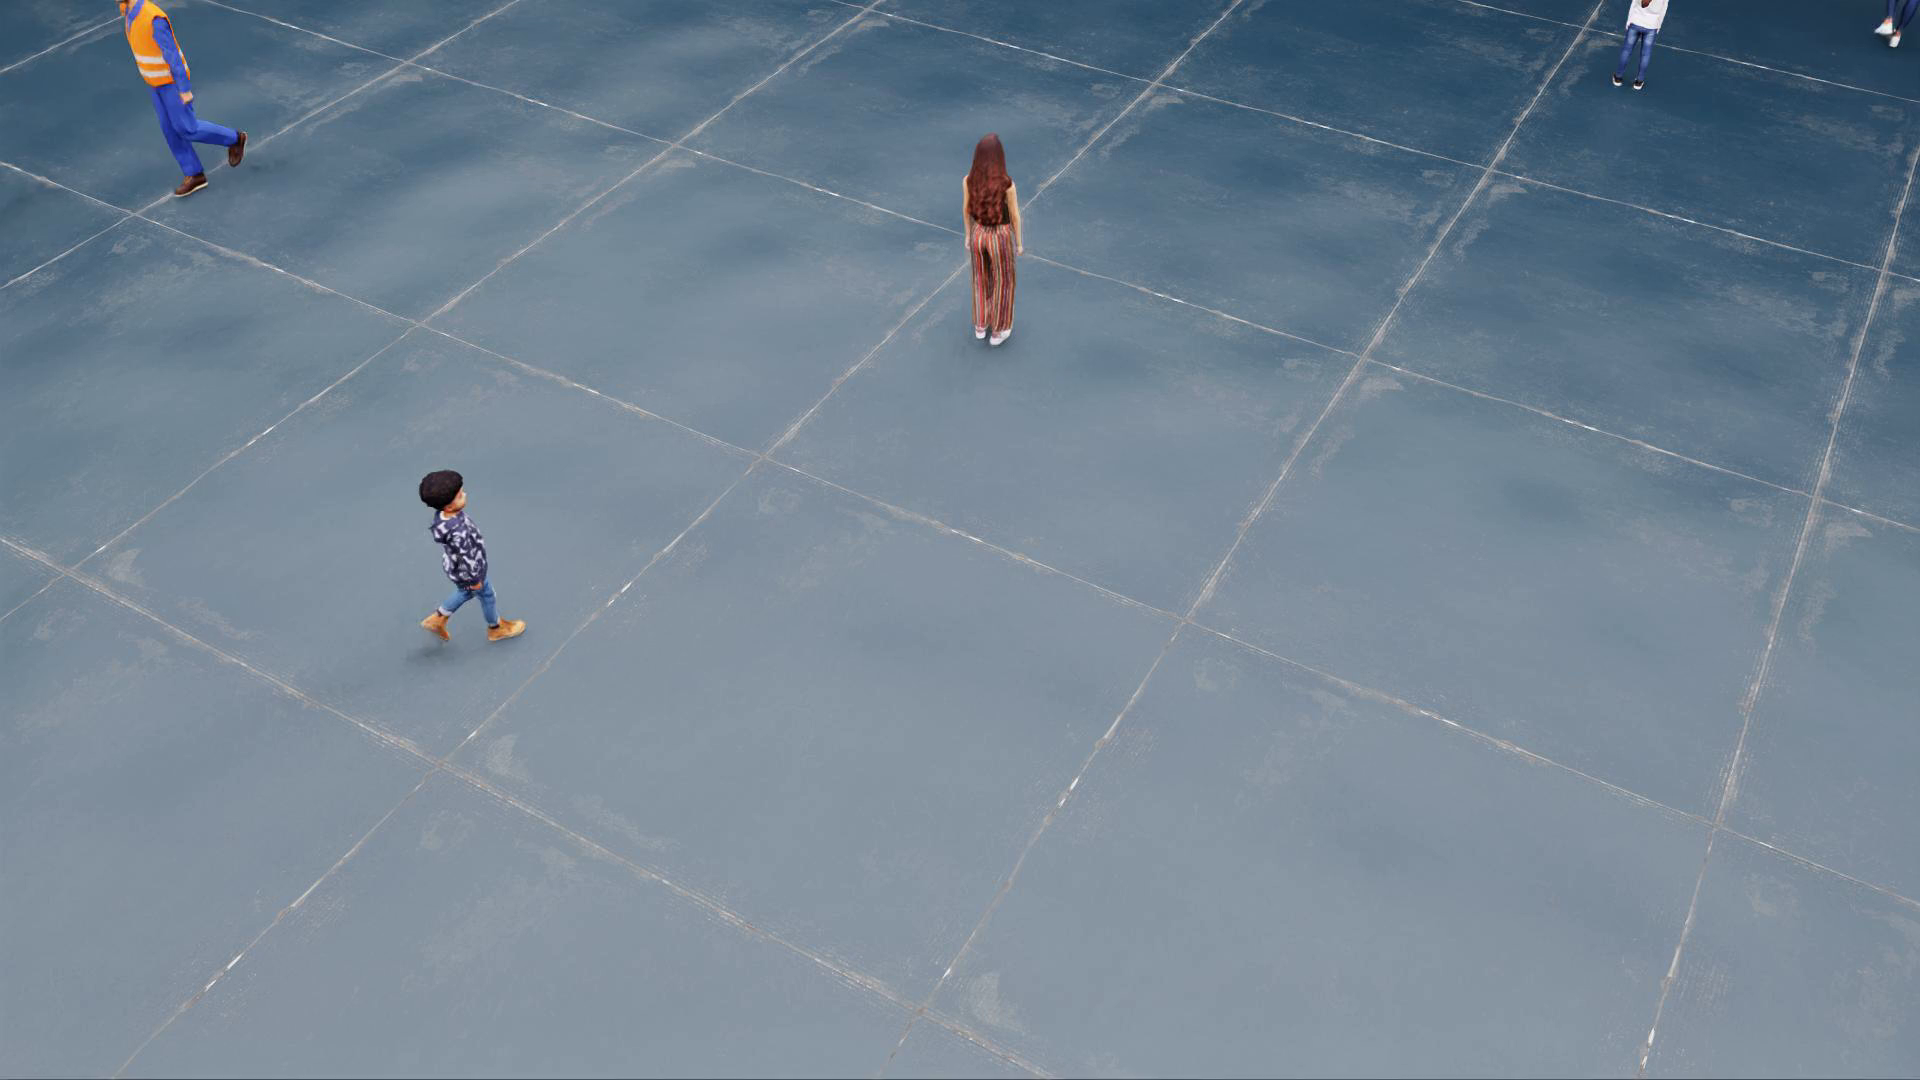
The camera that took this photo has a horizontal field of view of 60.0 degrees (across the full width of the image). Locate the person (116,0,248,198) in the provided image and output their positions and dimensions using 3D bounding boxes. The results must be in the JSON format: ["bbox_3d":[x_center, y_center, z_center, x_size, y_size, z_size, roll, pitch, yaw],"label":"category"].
[{"bbox_3d":[-5.999,-3.546,12.756,0.736,1.849,0.931,28,49,27],"label":"person"}]

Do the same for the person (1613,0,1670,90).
[{"bbox_3d":[5.887,-4.449,14.299,0.457,1.110,0.481,16,45,17],"label":"person"}]

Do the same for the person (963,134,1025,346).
[{"bbox_3d":[0.223,-2.024,11.296,0.592,1.558,0.587,15,44,16],"label":"person"}]

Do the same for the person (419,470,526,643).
[{"bbox_3d":[-2.777,0.129,9.163,0.847,1.238,0.728,-18,45,-19],"label":"person"}]
